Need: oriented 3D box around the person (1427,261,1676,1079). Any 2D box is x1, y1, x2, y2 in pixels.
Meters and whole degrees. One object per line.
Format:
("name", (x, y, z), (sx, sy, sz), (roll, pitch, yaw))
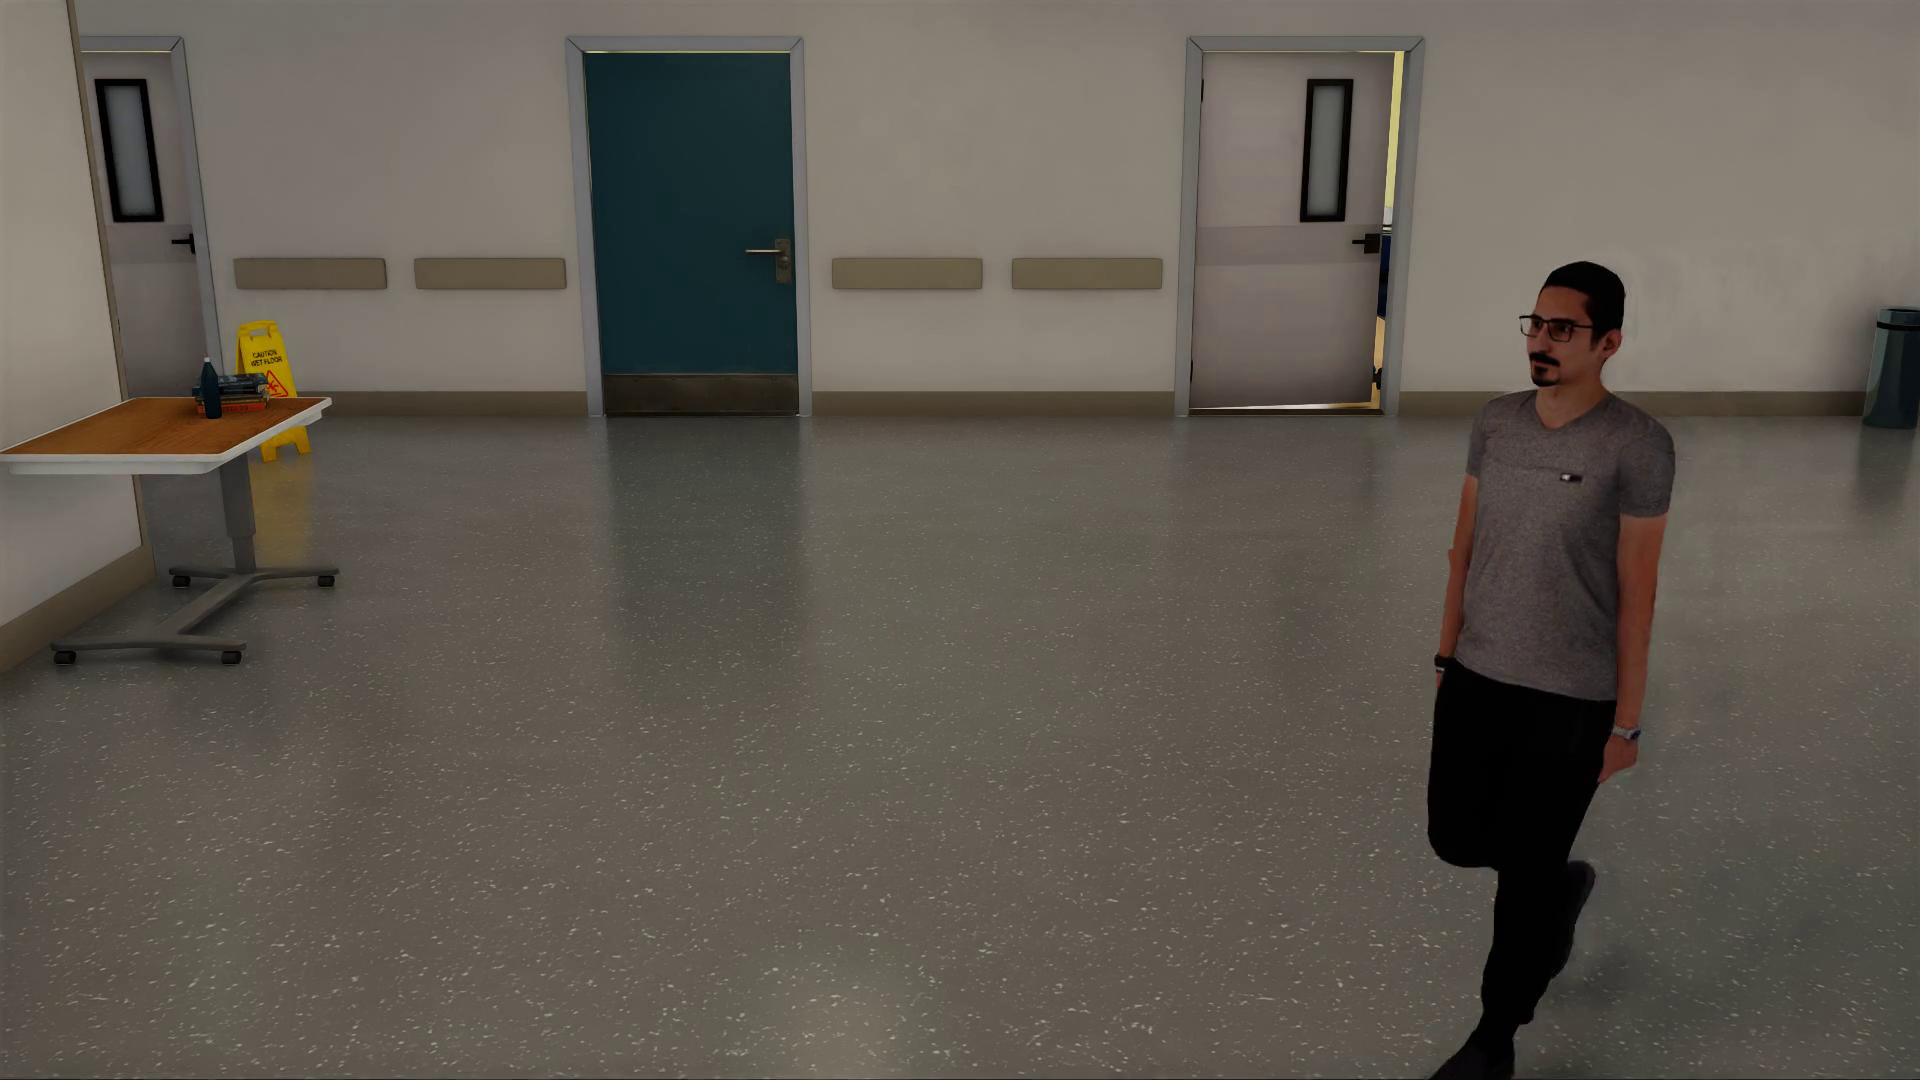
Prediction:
("person", (1.250, 0.296, 3.499), (1.074, 1.737, 0.973), (-13, 20, -38))
